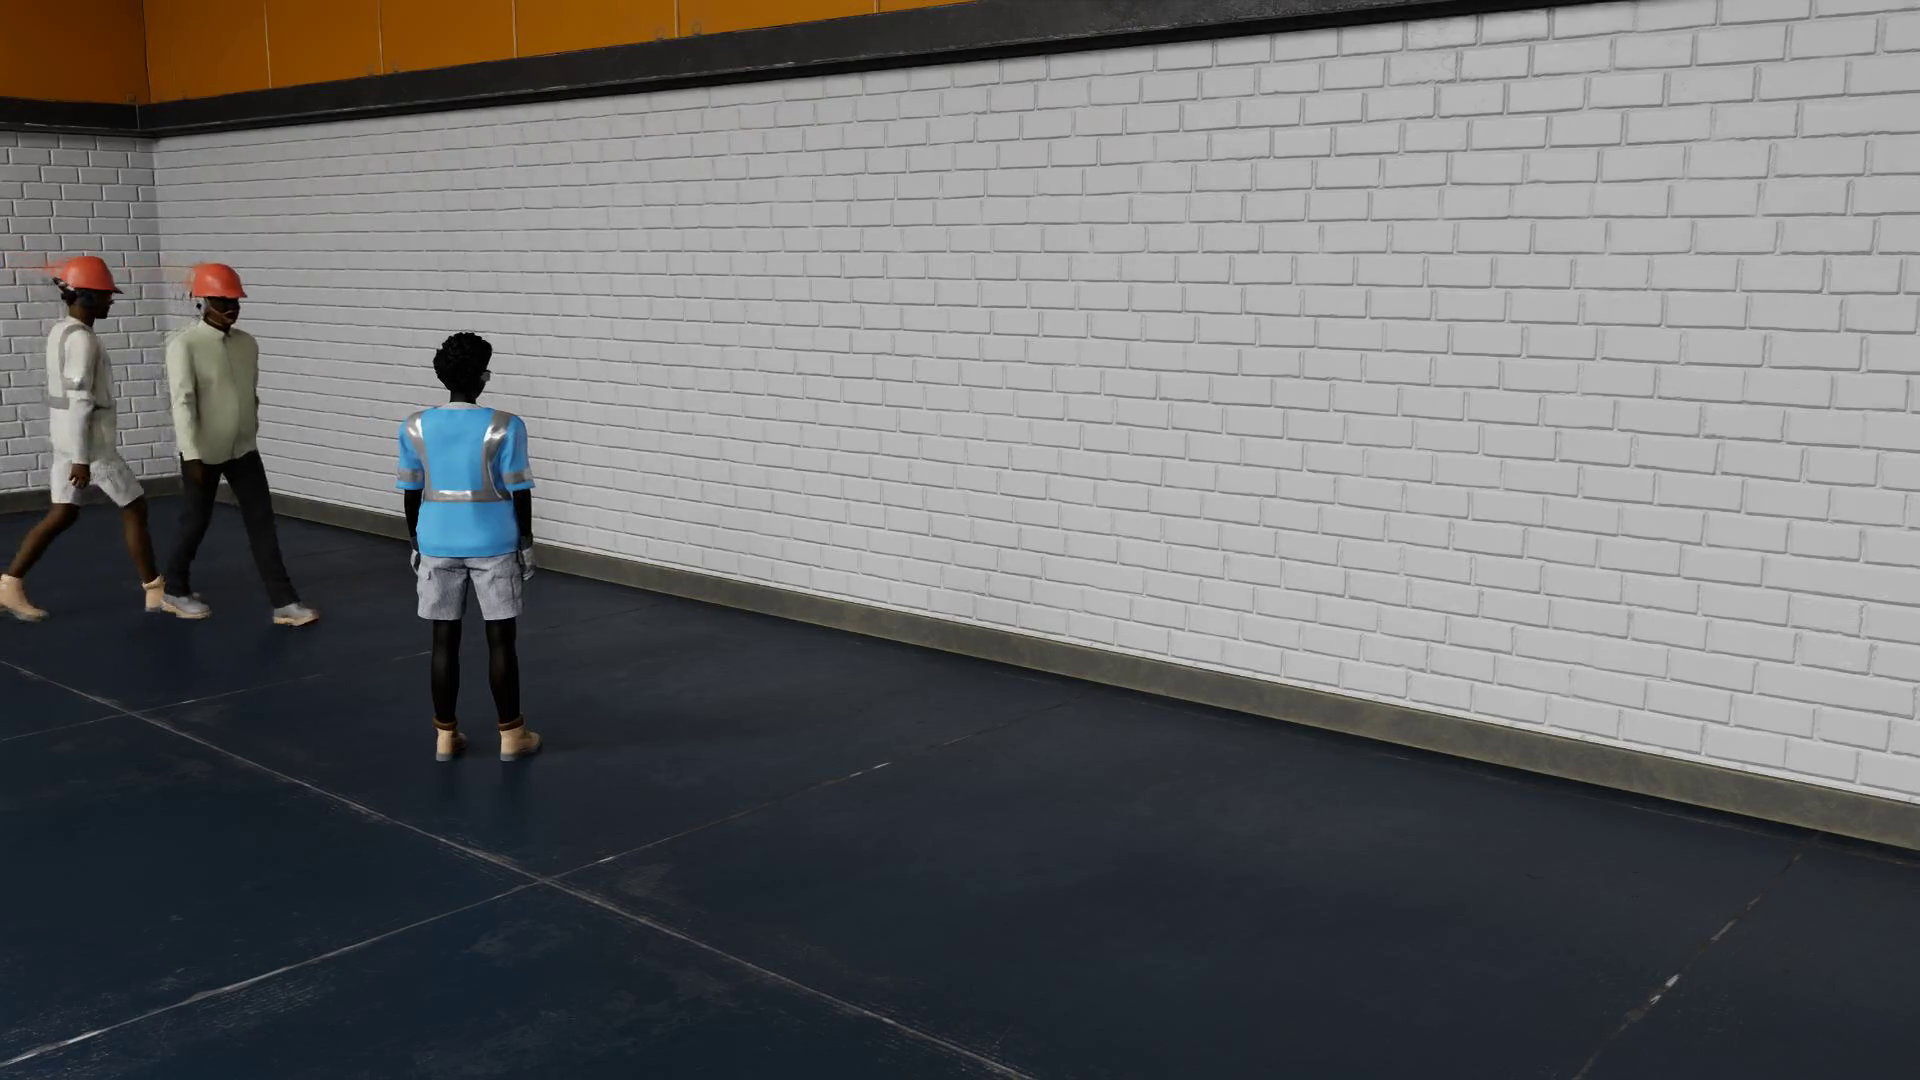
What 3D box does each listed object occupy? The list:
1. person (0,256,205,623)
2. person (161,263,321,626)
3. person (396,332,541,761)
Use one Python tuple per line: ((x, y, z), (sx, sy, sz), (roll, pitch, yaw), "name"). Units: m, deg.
((-4.791, -0.538, 9.009), (1.067, 1.990, 0.609), (-9, 13, -40), "person")
((-3.976, -0.500, 8.916), (1.024, 1.944, 0.640), (4, 11, 24), "person")
((-1.927, 0.035, 6.557), (0.538, 1.695, 0.320), (1, 10, 4), "person")
